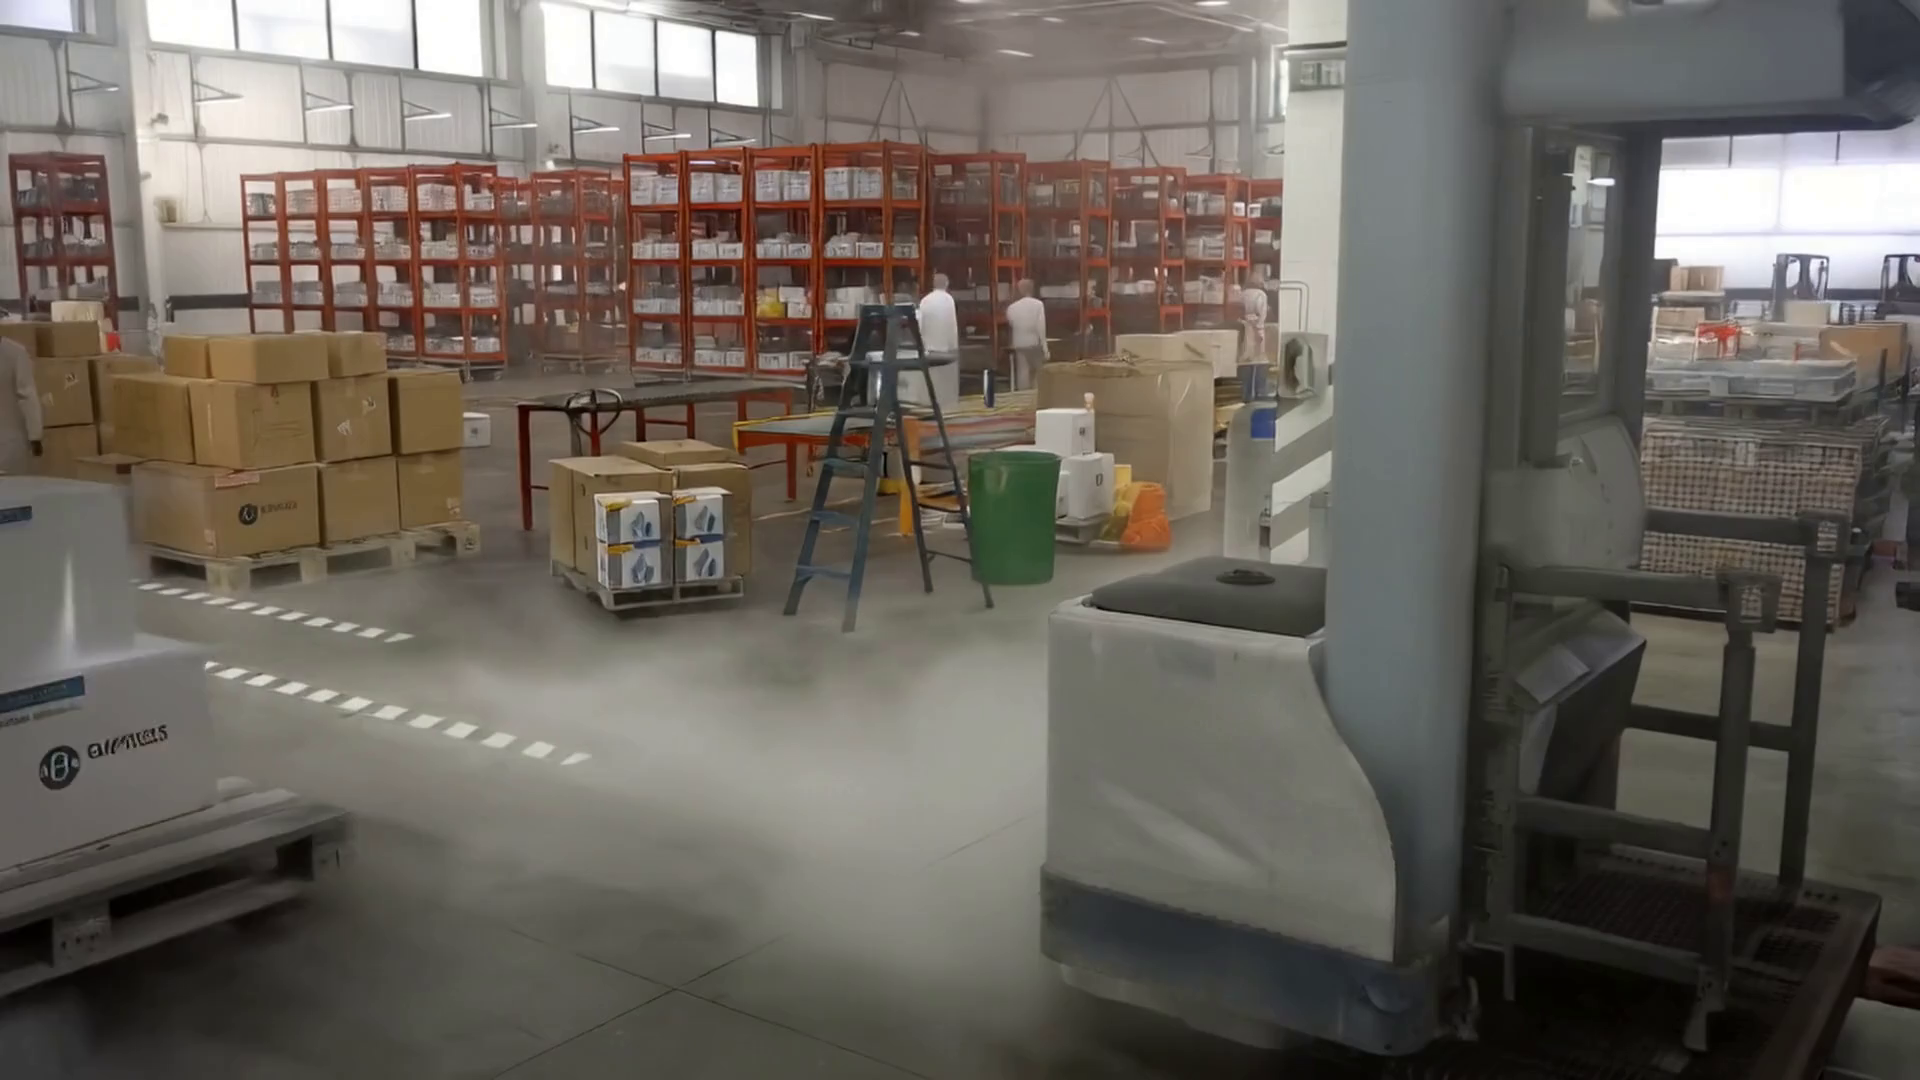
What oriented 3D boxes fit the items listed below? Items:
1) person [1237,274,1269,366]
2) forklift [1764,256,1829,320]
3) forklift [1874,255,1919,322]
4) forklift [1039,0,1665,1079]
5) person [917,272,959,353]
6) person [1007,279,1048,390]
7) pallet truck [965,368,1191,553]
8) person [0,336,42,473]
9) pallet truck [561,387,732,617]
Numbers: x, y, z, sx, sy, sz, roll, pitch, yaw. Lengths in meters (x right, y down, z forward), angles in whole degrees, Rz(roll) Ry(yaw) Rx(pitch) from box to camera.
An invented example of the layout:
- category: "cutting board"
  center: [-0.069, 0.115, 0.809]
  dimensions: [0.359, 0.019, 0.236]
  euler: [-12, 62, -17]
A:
- category: "person"
  center: [5.348, -3.940, 30.266]
  dimensions: [0.915, 1.795, 0.594]
  euler: [-8, 12, -39]
- category: "forklift"
  center: [20.253, -5.854, 40.139]
  dimensions: [1.157, 1.987, 2.680]
  euler: [7, 12, 35]
- category: "forklift"
  center: [22.089, -5.634, 38.796]
  dimensions: [1.157, 1.987, 2.680]
  euler: [6, 11, 33]
- category: "forklift"
  center: [1.249, -0.137, 4.360]
  dimensions: [1.873, 2.768, 1.129]
  euler: [7, 12, 35]
- category: "person"
  center: [-0.329, -2.598, 21.997]
  dimensions: [0.867, 1.876, 0.650]
  euler: [-8, 12, -38]
- category: "person"
  center: [0.902, -2.407, 21.111]
  dimensions: [0.660, 1.788, 0.764]
  euler: [5, 11, 29]
- category: "pallet truck"
  center: [0.845, -0.609, 11.869]
  dimensions: [1.630, 1.274, 0.653]
  euler: [7, 12, 35]
- category: "person"
  center: [-6.430, -0.715, 11.001]
  dimensions: [0.664, 1.801, 0.520]
  euler: [-1, 10, -6]
- category: "pallet truck"
  center: [-1.981, -0.274, 10.088]
  dimensions: [0.680, 1.201, 1.601]
  euler: [-5, 11, -28]
